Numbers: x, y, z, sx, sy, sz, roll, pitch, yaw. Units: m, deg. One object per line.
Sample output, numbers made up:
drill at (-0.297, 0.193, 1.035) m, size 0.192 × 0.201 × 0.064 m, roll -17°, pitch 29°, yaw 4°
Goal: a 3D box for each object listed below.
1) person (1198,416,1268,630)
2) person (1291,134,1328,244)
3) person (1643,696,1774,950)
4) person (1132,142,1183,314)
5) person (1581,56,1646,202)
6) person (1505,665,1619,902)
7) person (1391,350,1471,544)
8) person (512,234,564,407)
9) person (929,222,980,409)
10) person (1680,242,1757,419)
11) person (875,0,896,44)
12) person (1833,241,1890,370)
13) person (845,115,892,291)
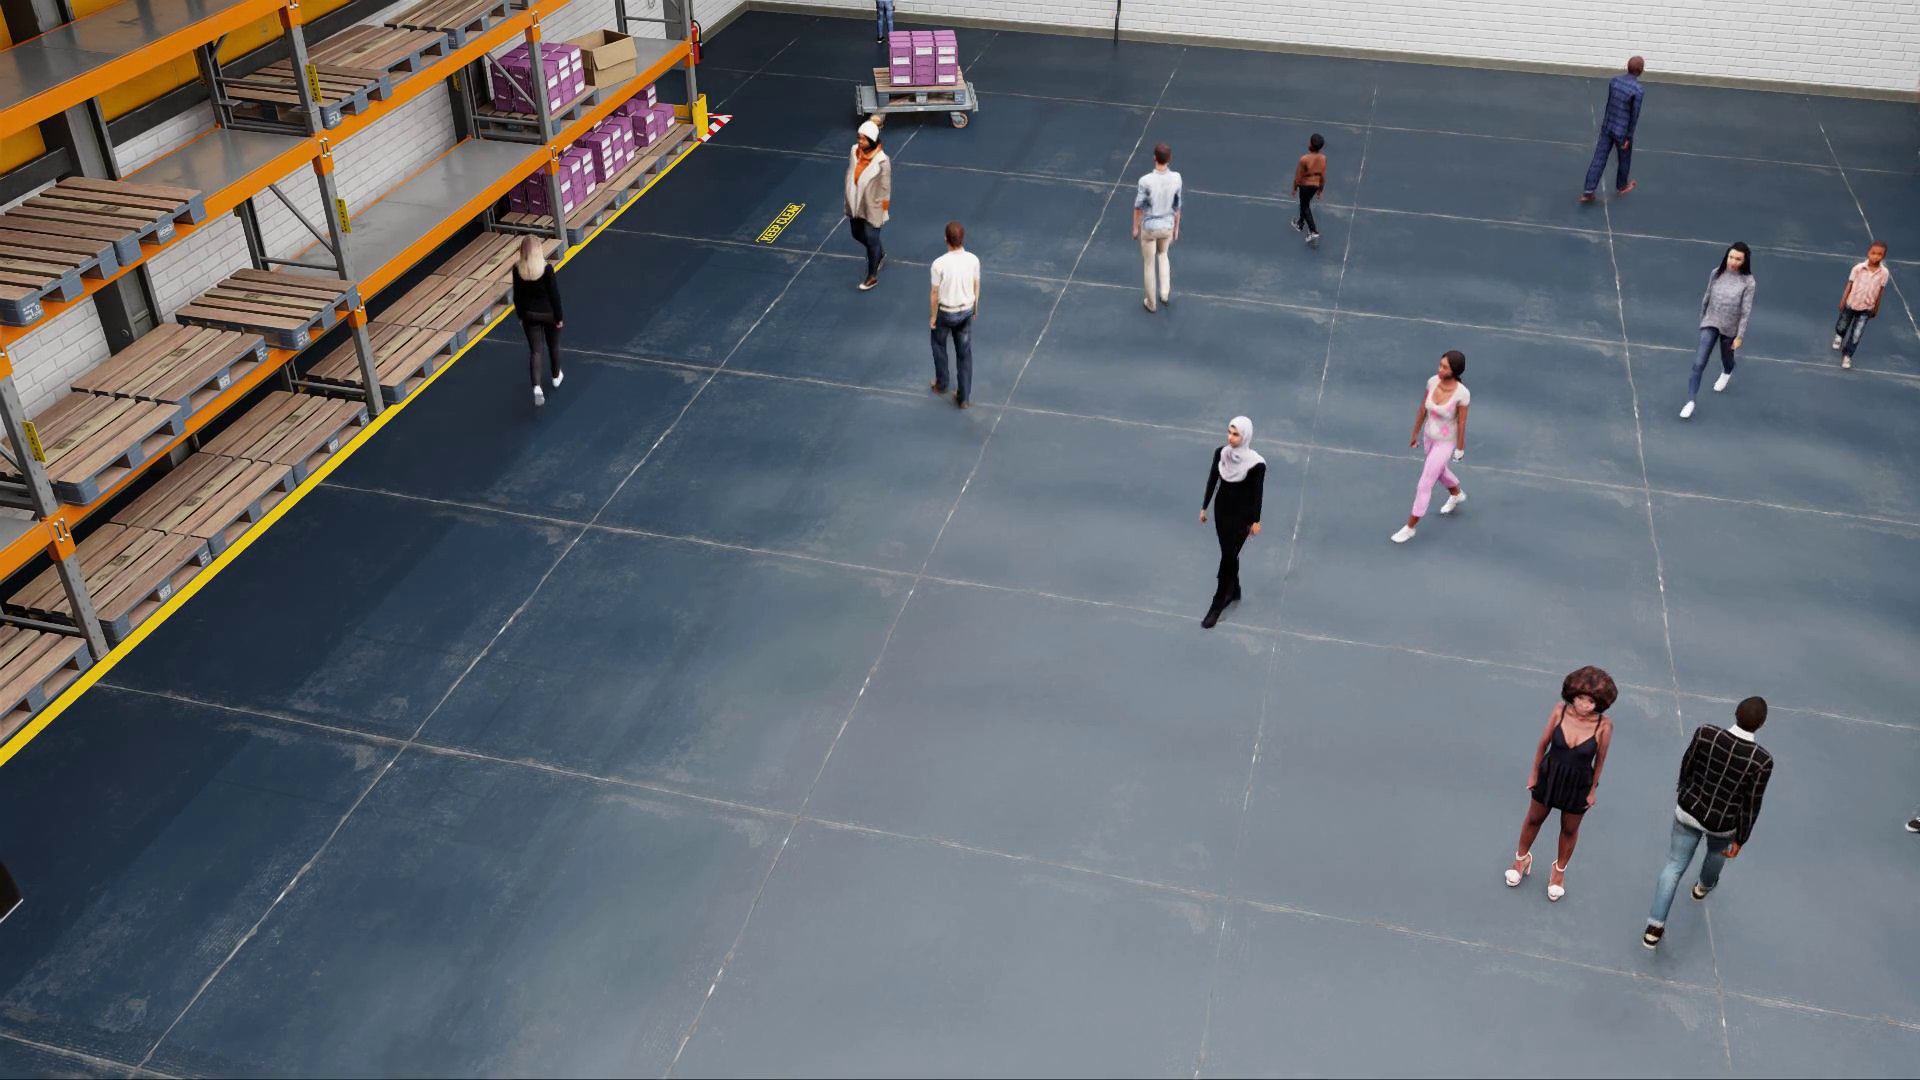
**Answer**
person at (2.189, -0.204, 13.011) m, size 0.960 × 1.758 × 0.848 m, roll -29°, pitch 43°, yaw -36°
person at (4.073, -4.071, 19.301) m, size 0.843 × 1.235 × 0.962 m, roll -13°, pitch 36°, yaw -19°
person at (4.489, 1.727, 10.088) m, size 0.960 × 1.777 × 1.277 m, roll 22°, pitch 40°, yaw 30°
person at (2.093, -3.243, 17.511) m, size 0.762 × 1.837 × 0.788 m, roll -7°, pitch 34°, yaw -11°
person at (7.888, -4.928, 20.103) m, size 1.248 × 1.773 × 1.096 m, roll -24°, pitch 40°, yaw -31°
person at (3.780, 1.516, 10.395) m, size 0.621 × 1.789 × 0.610 m, roll 17°, pitch 37°, yaw 24°
person at (4.097, -0.824, 13.995) m, size 1.194 × 1.700 × 1.093 m, roll -19°, pitch 38°, yaw -26°
person at (-4.042, -2.089, 15.935) m, size 0.817 × 1.659 × 1.129 m, roll 0°, pitch 34°, yaw 0°
person at (-0.014, -2.090, 15.774) m, size 0.914 × 1.840 × 0.979 m, roll -13°, pitch 36°, yaw -18°
person at (7.282, -2.037, 15.823) m, size 0.950 × 1.697 × 1.247 m, roll 24°, pitch 41°, yaw 32°
person at (-1.168, -8.324, 25.675) m, size 0.484 × 1.261 × 0.500 m, roll 11°, pitch 35°, yaw 16°
person at (9.067, -2.402, 16.734) m, size 0.588 × 1.297 × 0.799 m, roll 15°, pitch 36°, yaw 21°
person at (-0.973, -3.744, 18.220) m, size 0.927 × 1.887 × 1.062 m, roll 24°, pitch 41°, yaw 32°
